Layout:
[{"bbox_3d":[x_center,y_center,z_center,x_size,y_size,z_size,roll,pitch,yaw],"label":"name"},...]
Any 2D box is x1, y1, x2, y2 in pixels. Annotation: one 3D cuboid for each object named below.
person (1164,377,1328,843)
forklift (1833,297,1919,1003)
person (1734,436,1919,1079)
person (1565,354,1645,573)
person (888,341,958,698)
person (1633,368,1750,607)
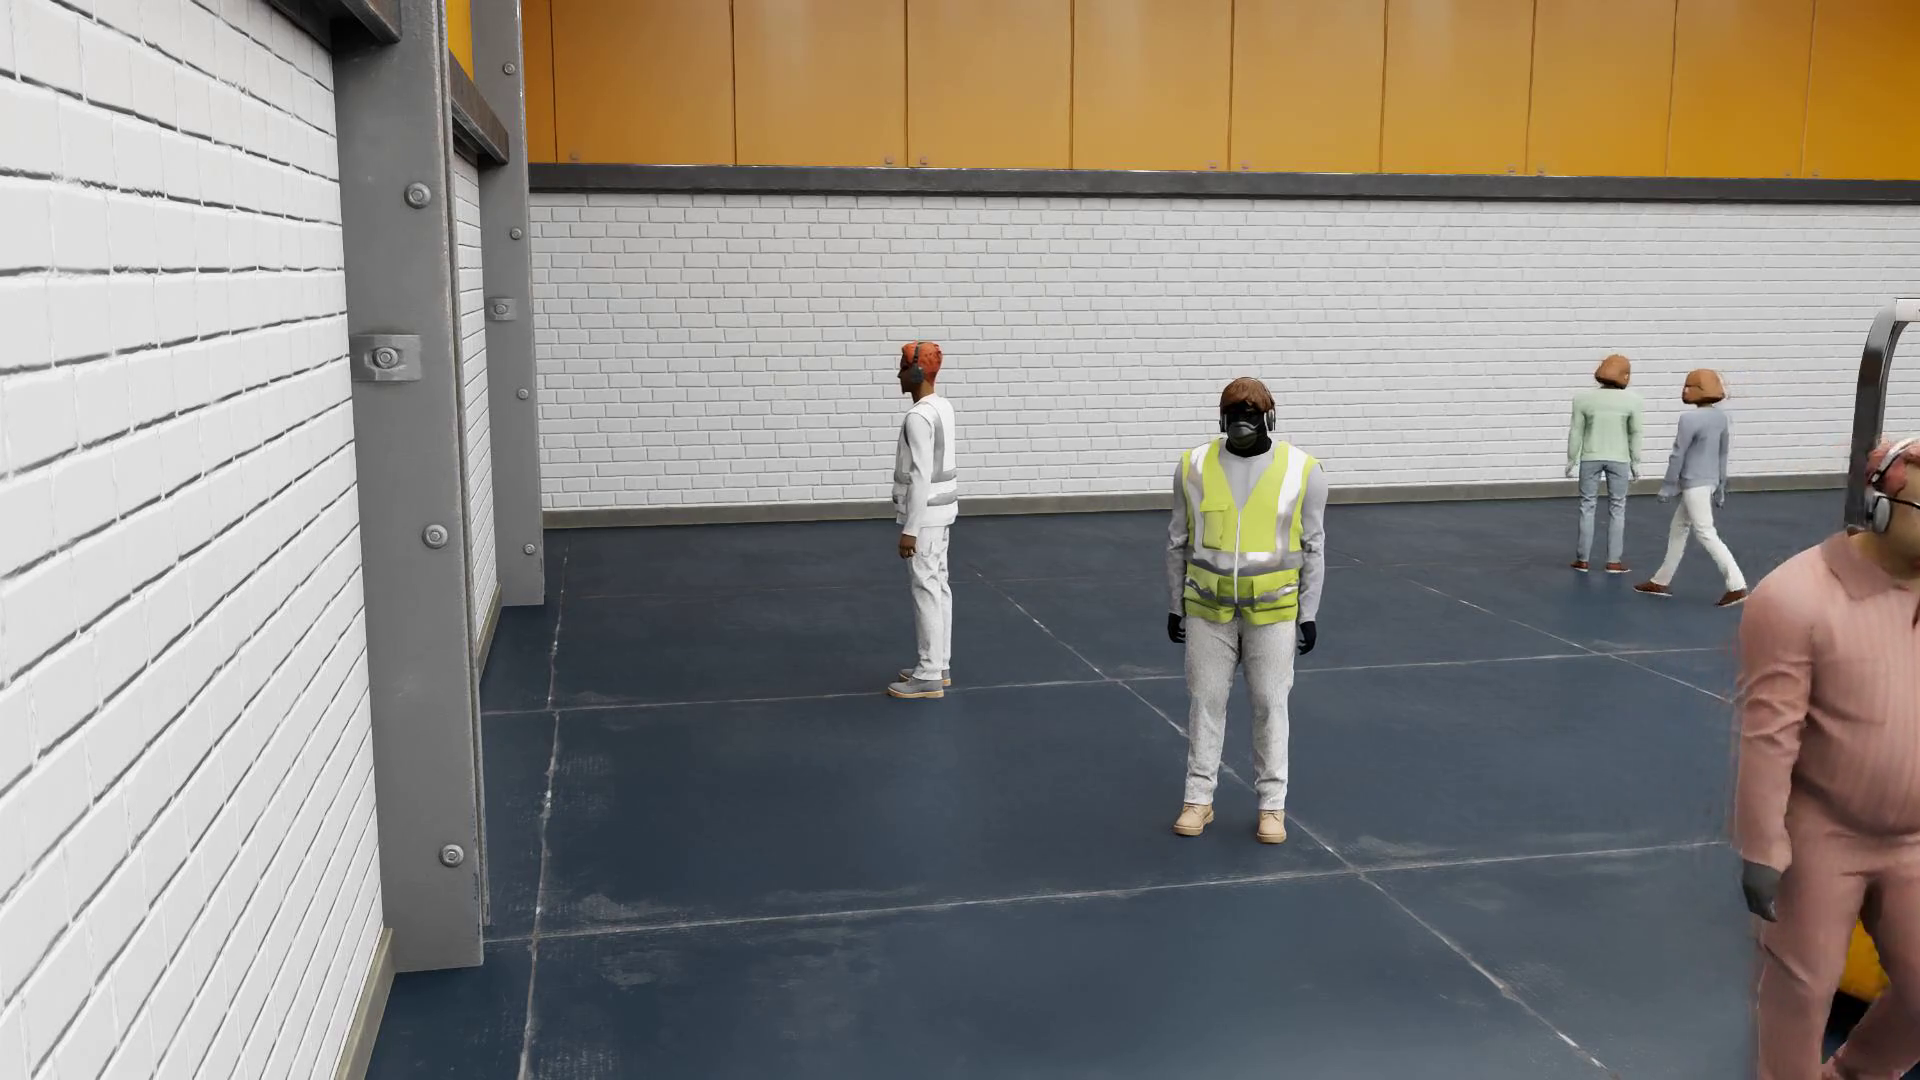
[{"bbox_3d":[1.115,0.277,6.594,0.630,1.843,0.429,3,10,17],"label":"person"},{"bbox_3d":[3.542,0.334,5.177,2.313,2.155,1.214,-9,13,-43],"label":"forklift"},{"bbox_3d":[2.128,0.695,3.914,0.662,1.892,0.416,-1,9,-4],"label":"person"},{"bbox_3d":[4.787,-0.561,12.380,0.546,1.622,0.302,4,10,23],"label":"person"},{"bbox_3d":[-0.195,-0.107,8.808,0.353,1.883,0.578,2,10,12],"label":"person"},{"bbox_3d":[5.009,-0.359,11.228,0.498,1.598,0.838,-8,12,-41],"label":"person"}]
